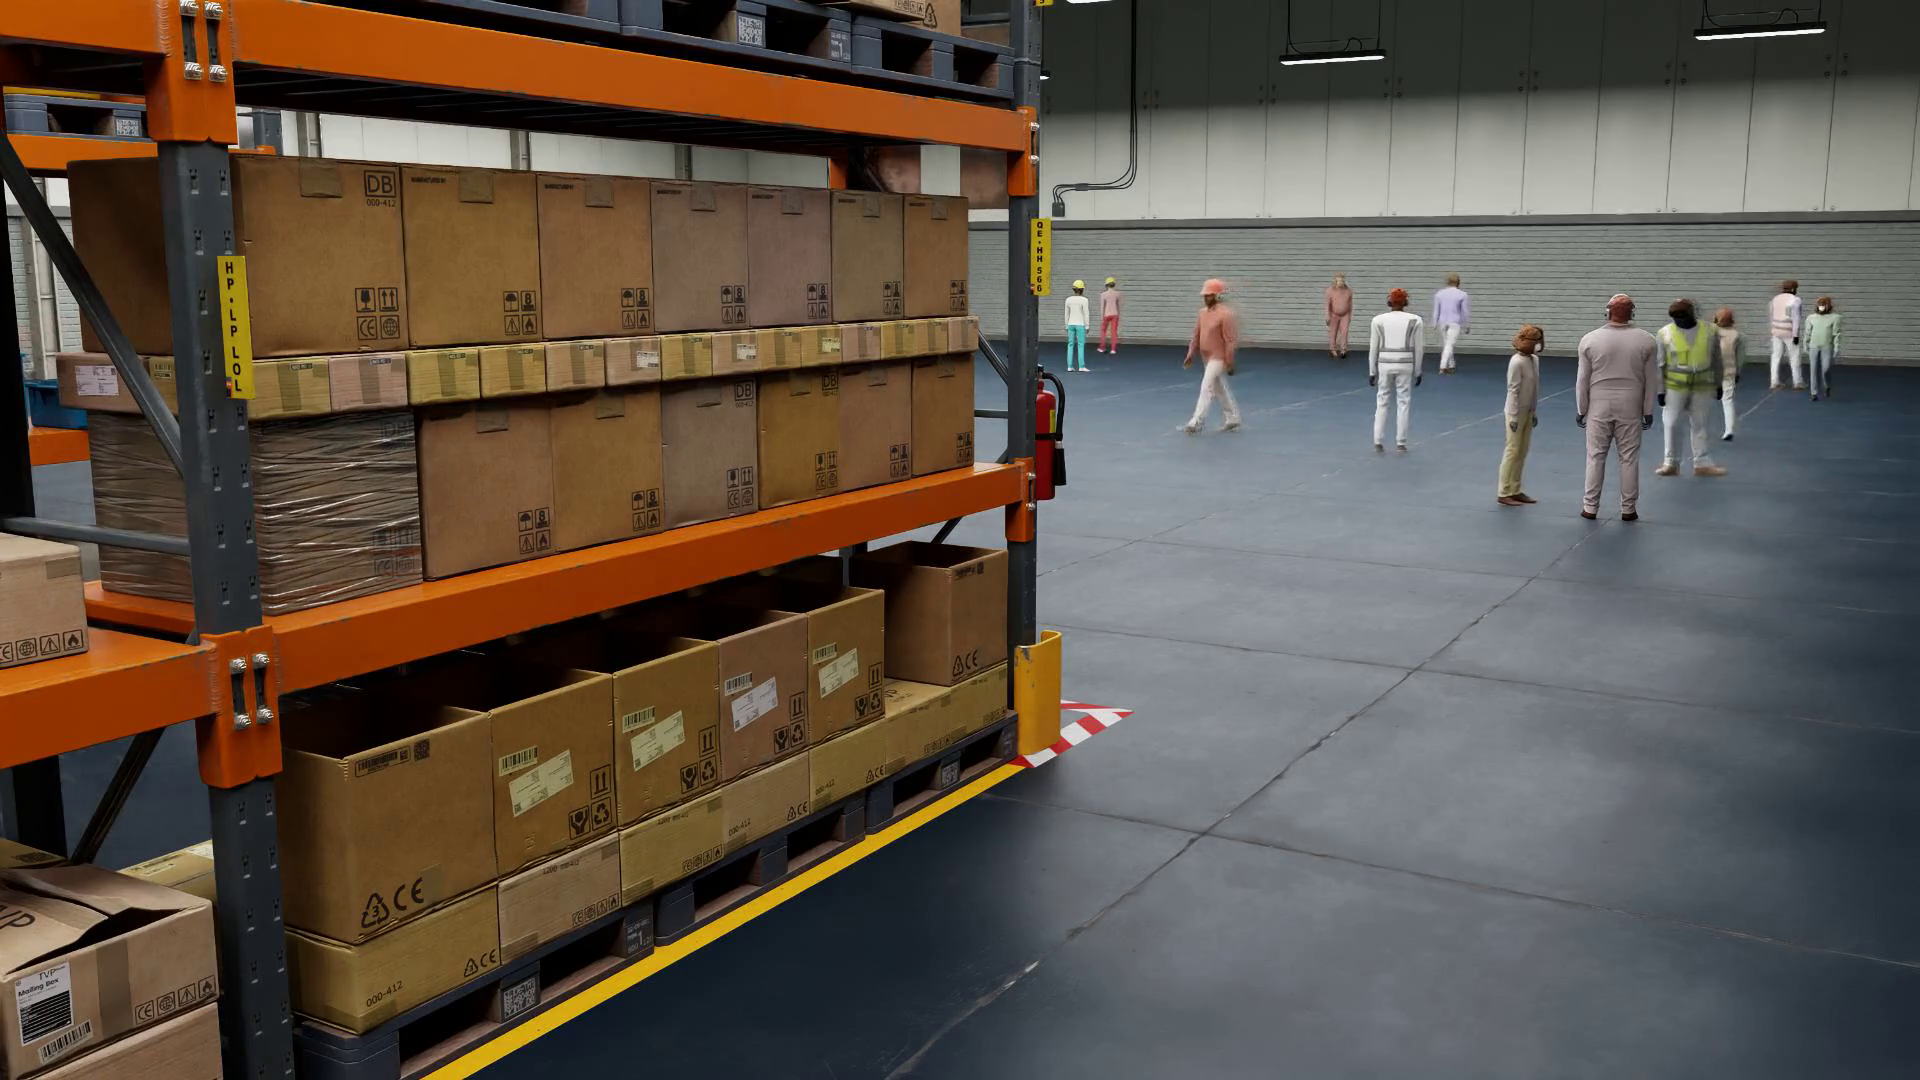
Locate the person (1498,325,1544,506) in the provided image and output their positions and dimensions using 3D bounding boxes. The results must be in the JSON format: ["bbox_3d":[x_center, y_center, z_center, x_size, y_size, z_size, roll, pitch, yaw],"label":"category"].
[{"bbox_3d":[5.026,-1.111,14.874,0.290,1.622,0.506,8,13,40],"label":"person"}]

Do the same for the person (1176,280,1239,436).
[{"bbox_3d":[3.143,-2.273,20.772,1.045,1.941,0.629,-4,11,-23],"label":"person"}]

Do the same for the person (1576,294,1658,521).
[{"bbox_3d":[5.531,-1.114,14.043,0.642,1.913,0.408,3,10,18],"label":"person"}]

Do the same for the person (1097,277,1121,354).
[{"bbox_3d":[3.408,-5.123,38.042,0.533,1.738,0.763,-2,10,-11],"label":"person"}]

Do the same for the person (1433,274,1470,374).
[{"bbox_3d":[9.353,-4.099,31.628,0.649,1.883,1.031,8,13,41],"label":"person"}]

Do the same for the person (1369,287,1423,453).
[{"bbox_3d":[4.923,-1.915,18.816,0.587,1.881,0.367,4,10,20],"label":"person"}]

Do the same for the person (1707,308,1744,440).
[{"bbox_3d":[9.290,-2.023,20.280,0.532,1.596,0.860,1,10,6],"label":"person"}]

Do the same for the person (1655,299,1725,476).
[{"bbox_3d":[7.411,-1.522,16.780,0.772,1.810,0.433,2,10,10],"label":"person"}]

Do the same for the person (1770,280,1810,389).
[{"bbox_3d":[13.971,-3.447,27.941,0.713,1.822,0.660,-3,10,-19],"label":"person"}]

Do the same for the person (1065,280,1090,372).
[{"bbox_3d":[2.262,-4.112,32.016,0.524,1.769,0.325,7,12,37],"label":"person"}]

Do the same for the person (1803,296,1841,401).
[{"bbox_3d":[13.222,-2.937,25.543,0.529,1.620,0.356,8,13,40],"label":"person"}]

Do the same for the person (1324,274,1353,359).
[{"bbox_3d":[8.264,-4.871,36.302,0.652,1.825,1.053,0,10,0],"label":"person"}]
